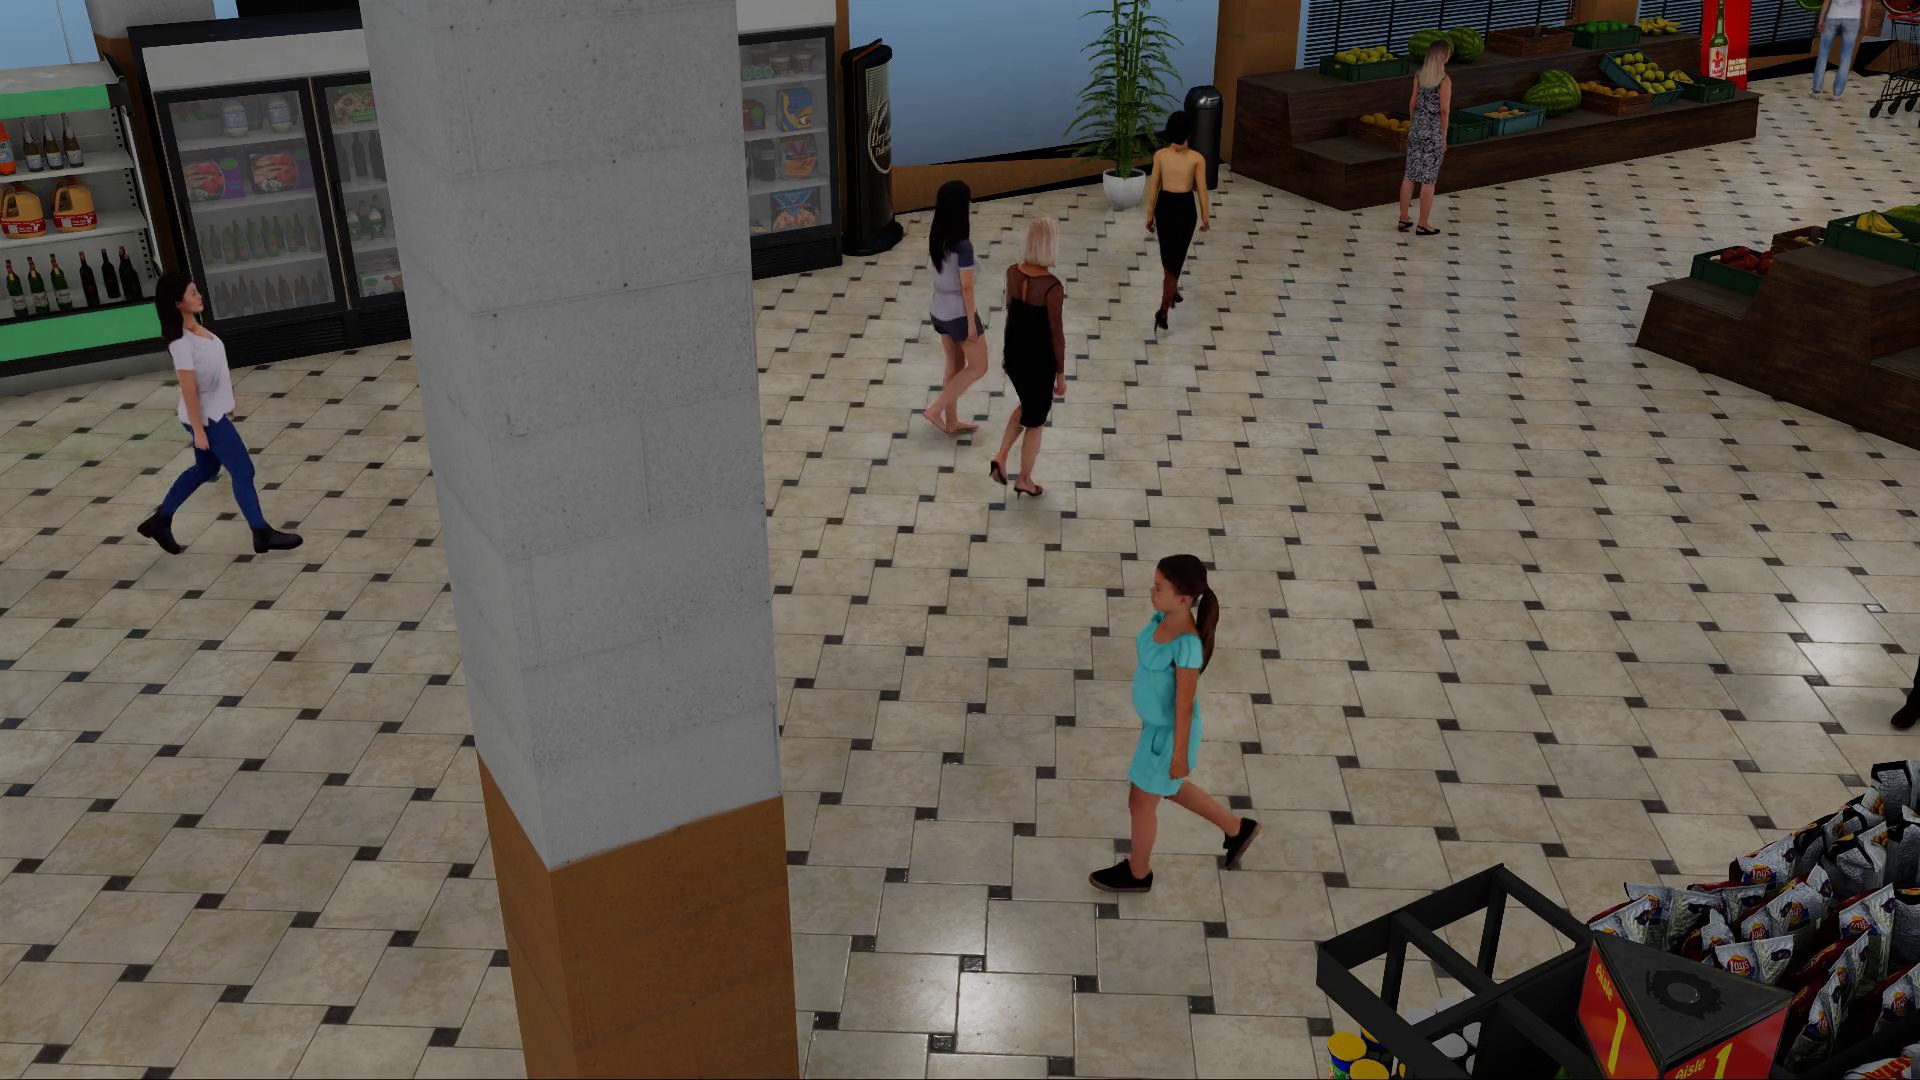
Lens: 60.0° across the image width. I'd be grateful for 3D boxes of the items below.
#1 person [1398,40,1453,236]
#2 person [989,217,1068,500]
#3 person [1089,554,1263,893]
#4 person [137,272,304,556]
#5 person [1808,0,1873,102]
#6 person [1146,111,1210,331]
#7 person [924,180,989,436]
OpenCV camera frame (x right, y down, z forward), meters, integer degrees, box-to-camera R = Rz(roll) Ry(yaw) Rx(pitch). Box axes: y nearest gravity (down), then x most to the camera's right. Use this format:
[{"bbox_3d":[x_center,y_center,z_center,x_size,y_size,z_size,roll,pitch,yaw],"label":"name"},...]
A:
[{"bbox_3d":[4.170,-3.606,14.895,0.491,1.703,0.565,-16,31,-29],"label":"person"},{"bbox_3d":[0.356,-1.008,9.749,0.774,1.726,0.711,-22,34,-36],"label":"person"},{"bbox_3d":[0.882,0.735,6.508,1.001,1.548,0.836,0,27,-1],"label":"person"},{"bbox_3d":[-4.199,-0.629,9.077,1.073,1.656,0.668,-11,29,-21],"label":"person"},{"bbox_3d":[10.553,-6.218,19.896,0.822,1.839,0.851,12,29,23],"label":"person"},{"bbox_3d":[1.601,-2.362,12.547,0.969,1.608,1.100,11,29,21],"label":"person"},{"bbox_3d":[-0.094,-1.430,10.613,0.659,1.696,0.609,-15,31,-27],"label":"person"}]
